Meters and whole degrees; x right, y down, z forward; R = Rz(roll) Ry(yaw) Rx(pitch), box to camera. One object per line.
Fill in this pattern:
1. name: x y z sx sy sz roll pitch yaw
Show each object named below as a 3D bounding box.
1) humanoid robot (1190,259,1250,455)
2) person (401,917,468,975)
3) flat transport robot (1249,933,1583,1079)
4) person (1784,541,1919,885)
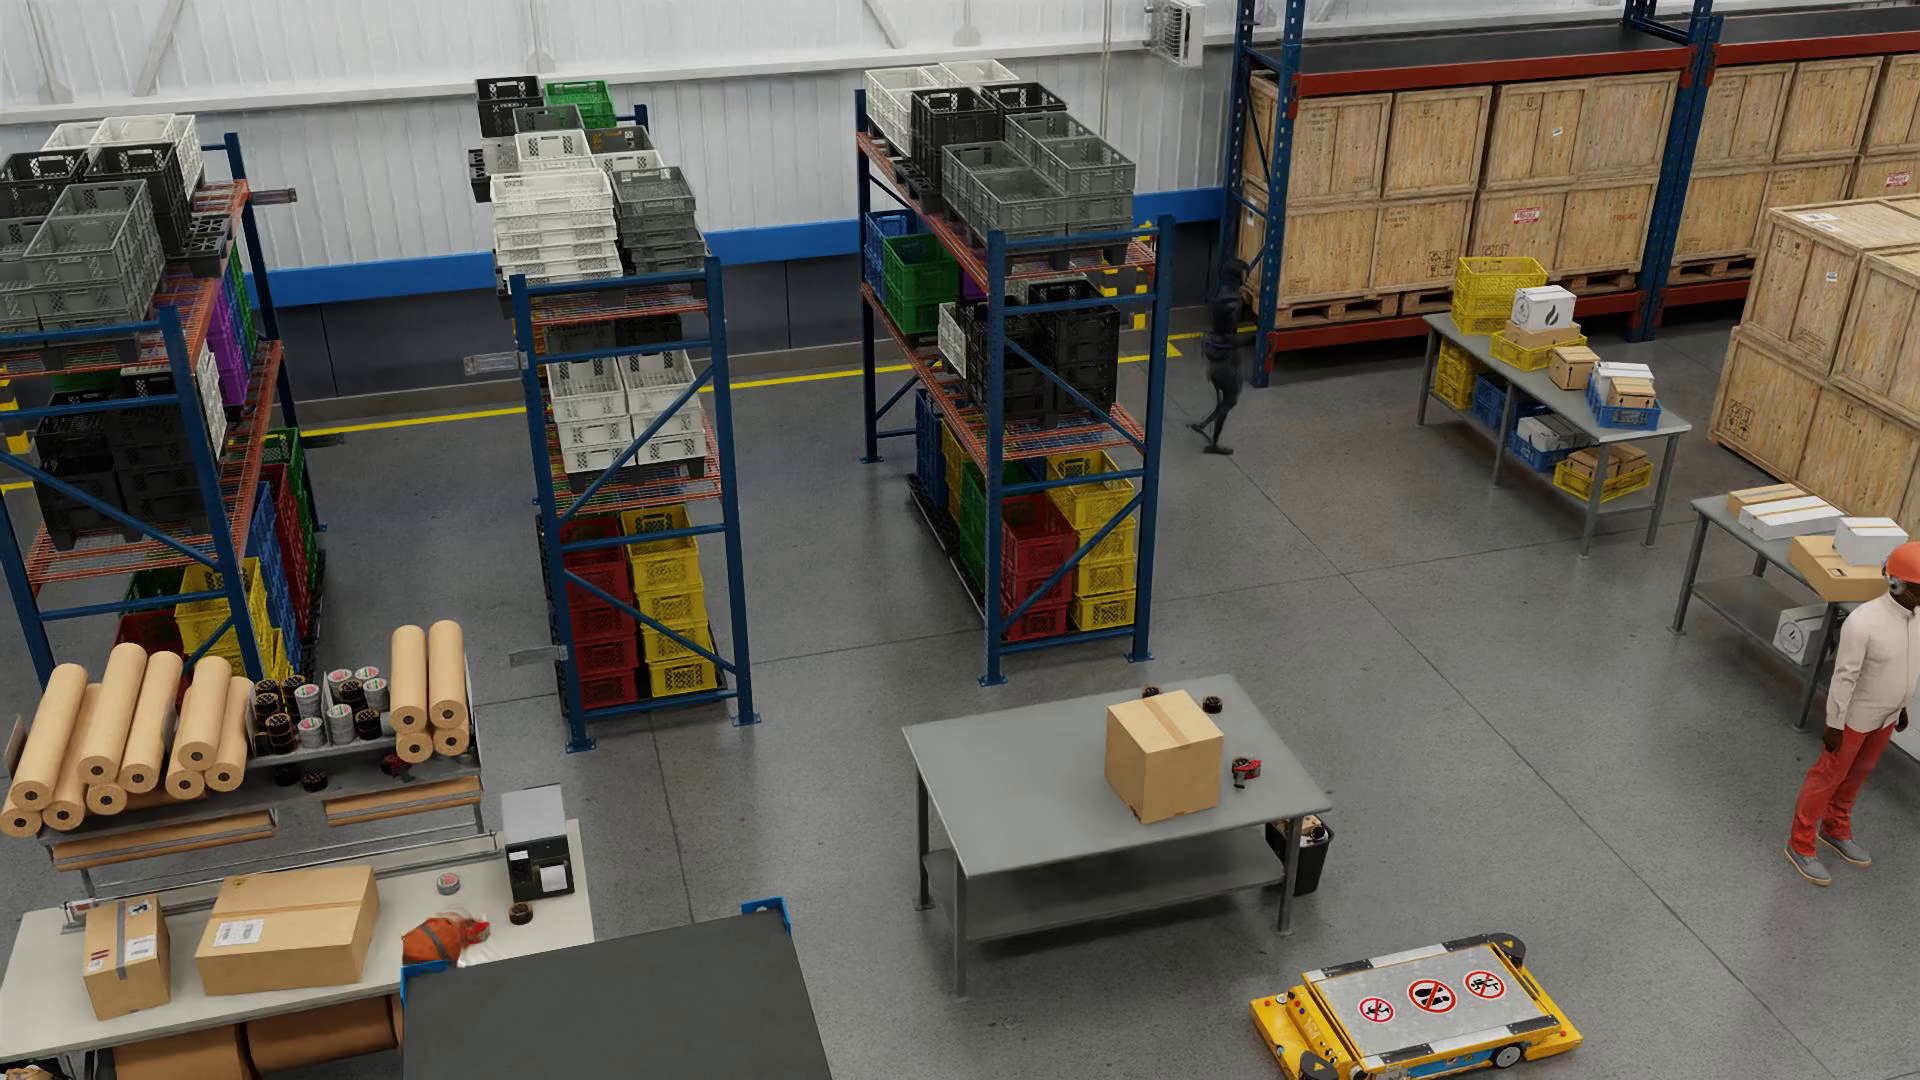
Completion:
1. humanoid robot: 2.165 -1.458 13.354 0.416 1.642 0.585 4 29 7
2. person: -1.906 2.199 6.495 0.599 1.871 0.448 22 36 34
3. flat transport robot: 2.184 2.282 7.980 1.431 0.197 0.652 -8 30 -14
4. person: 4.773 0.896 8.738 0.610 1.997 0.376 -14 32 -23
